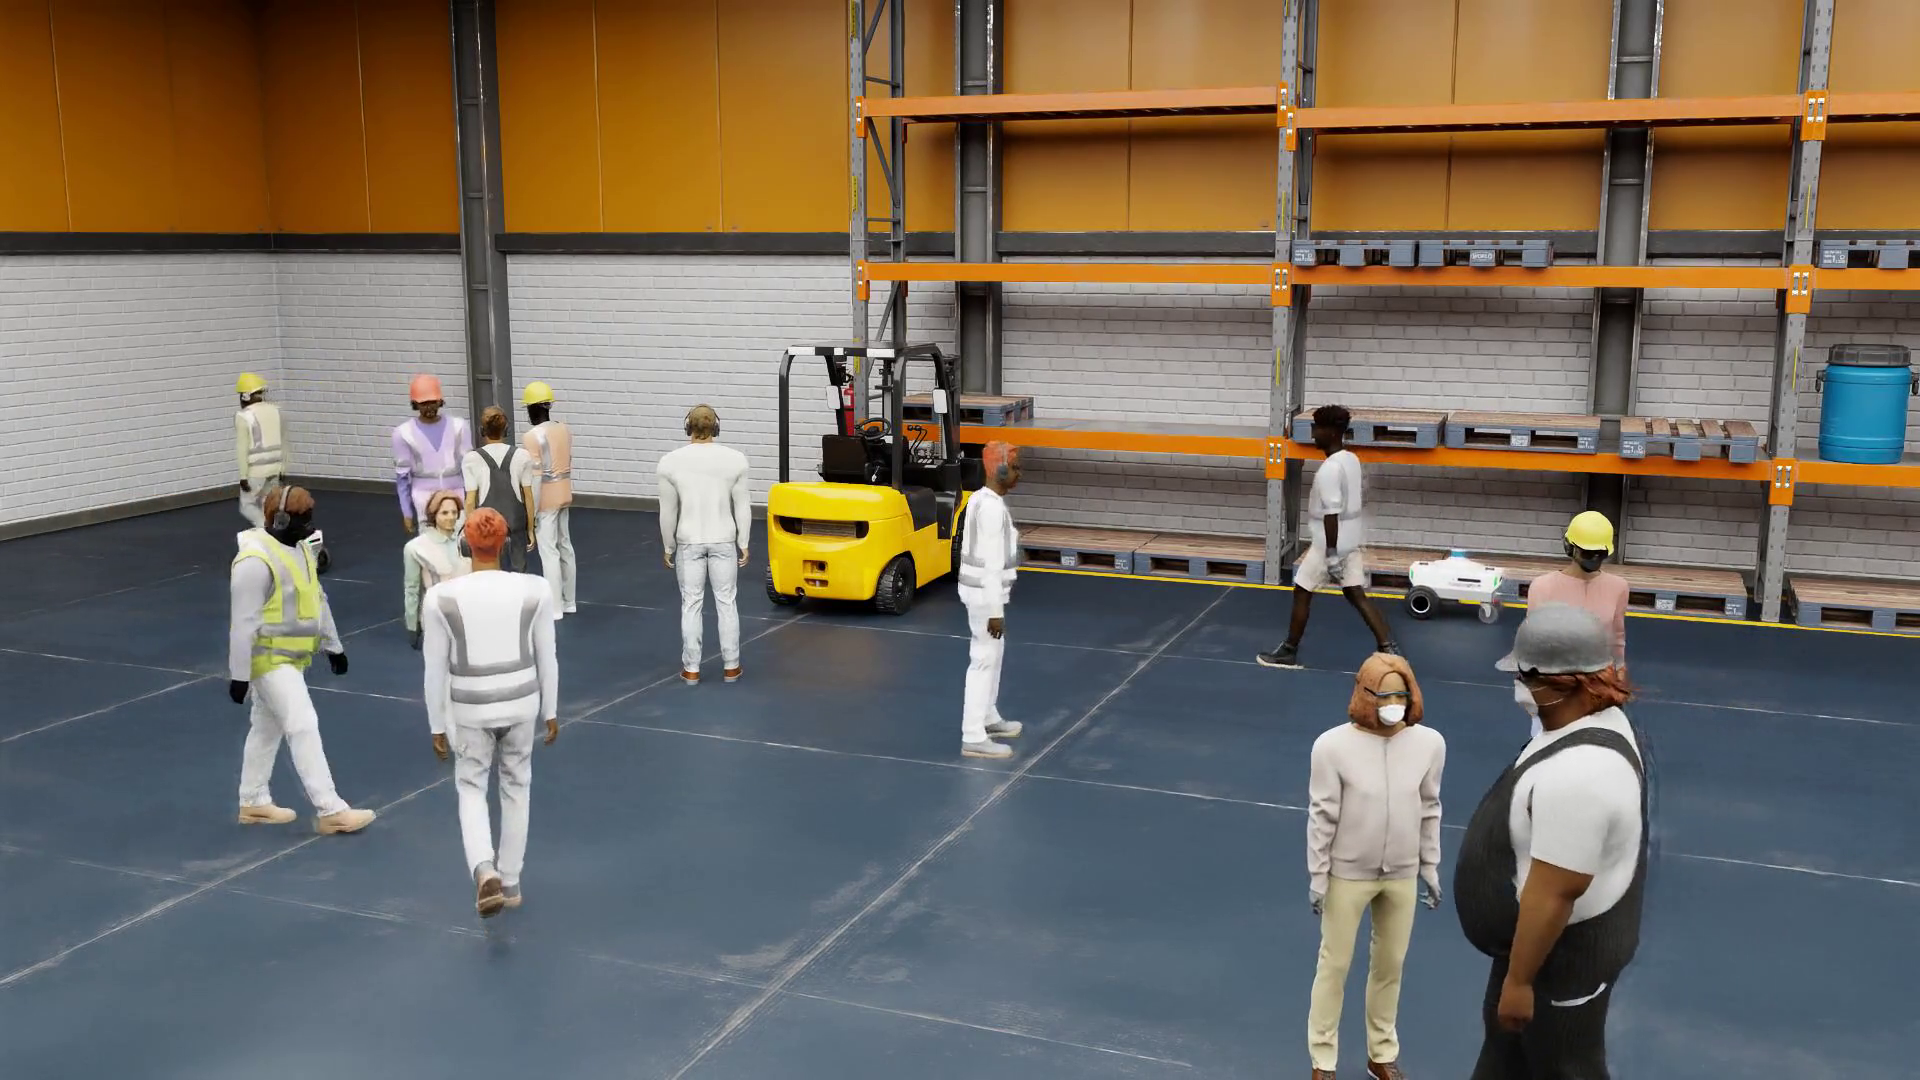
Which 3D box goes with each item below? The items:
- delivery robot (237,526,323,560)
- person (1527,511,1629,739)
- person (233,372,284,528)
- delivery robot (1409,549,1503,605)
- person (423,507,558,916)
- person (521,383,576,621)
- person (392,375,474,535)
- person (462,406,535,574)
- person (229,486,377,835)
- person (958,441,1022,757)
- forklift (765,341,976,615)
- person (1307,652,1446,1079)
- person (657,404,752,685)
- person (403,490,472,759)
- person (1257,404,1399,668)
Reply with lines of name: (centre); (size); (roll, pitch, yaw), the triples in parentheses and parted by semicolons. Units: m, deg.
delivery robot: (-6.160, 0.024, 15.067); (0.707, 0.478, 0.477); (2, 10, 12)
person: (2.988, 0.724, 8.075); (0.523, 1.760, 0.324); (-2, 10, -9)
person: (-6.572, -0.673, 15.704); (0.502, 1.816, 0.594); (4, 11, 21)
delivery robot: (4.012, 0.315, 13.444); (0.707, 0.478, 0.477); (5, 11, 24)
person: (-2.078, 0.784, 7.442); (0.583, 1.866, 0.623); (-4, 11, -19)
person: (-3.318, -0.299, 13.333); (0.392, 1.917, 0.589); (3, 11, 18)
person: (-4.127, -0.310, 13.147); (0.662, 2.012, 0.656); (-5, 11, -26)
person: (-3.373, -0.060, 12.198); (0.505, 1.847, 0.346); (-5, 11, -24)
person: (-3.391, 0.619, 8.539); (0.881, 1.799, 0.672); (0, 10, 0)
person: (0.194, 0.348, 9.886); (0.419, 1.870, 0.612); (-1, 10, -4)
forklift: (-0.739, -0.602, 14.246); (1.214, 2.155, 2.313); (4, 11, 21)
person: (1.457, 1.186, 5.845); (0.502, 1.632, 0.279); (-2, 10, -10)
person: (-1.746, 0.032, 11.425); (0.631, 1.940, 0.372); (-2, 10, -12)
person: (-3.026, 0.483, 9.853); (0.518, 1.609, 0.820); (-8, 13, -39)
person: (2.655, 0.003, 11.663); (1.007, 1.923, 0.606); (7, 12, 35)
